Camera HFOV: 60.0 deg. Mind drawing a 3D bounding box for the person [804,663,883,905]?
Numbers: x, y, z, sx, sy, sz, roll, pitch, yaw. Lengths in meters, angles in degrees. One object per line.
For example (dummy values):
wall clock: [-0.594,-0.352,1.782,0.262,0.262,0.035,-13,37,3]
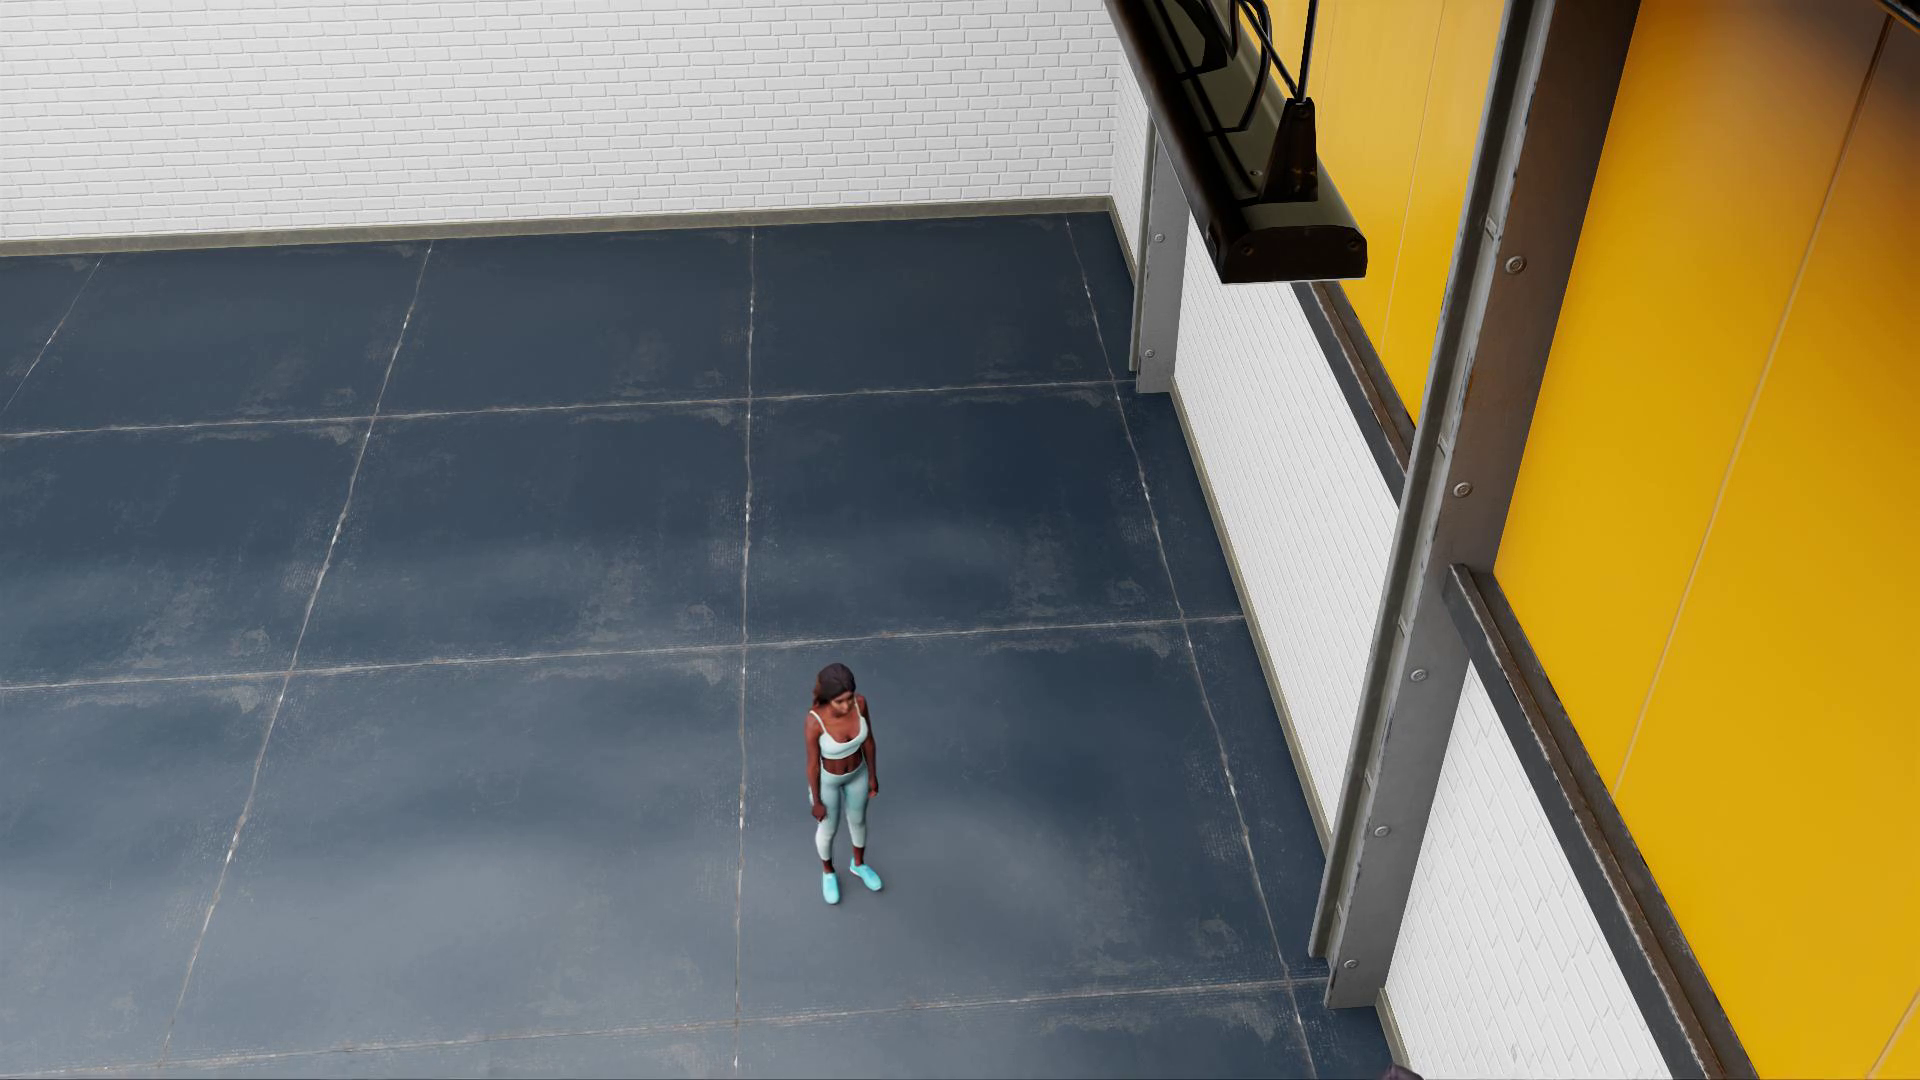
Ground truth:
person: [-0.655,1.310,9.093,0.644,1.725,0.657,-20,43,-23]
